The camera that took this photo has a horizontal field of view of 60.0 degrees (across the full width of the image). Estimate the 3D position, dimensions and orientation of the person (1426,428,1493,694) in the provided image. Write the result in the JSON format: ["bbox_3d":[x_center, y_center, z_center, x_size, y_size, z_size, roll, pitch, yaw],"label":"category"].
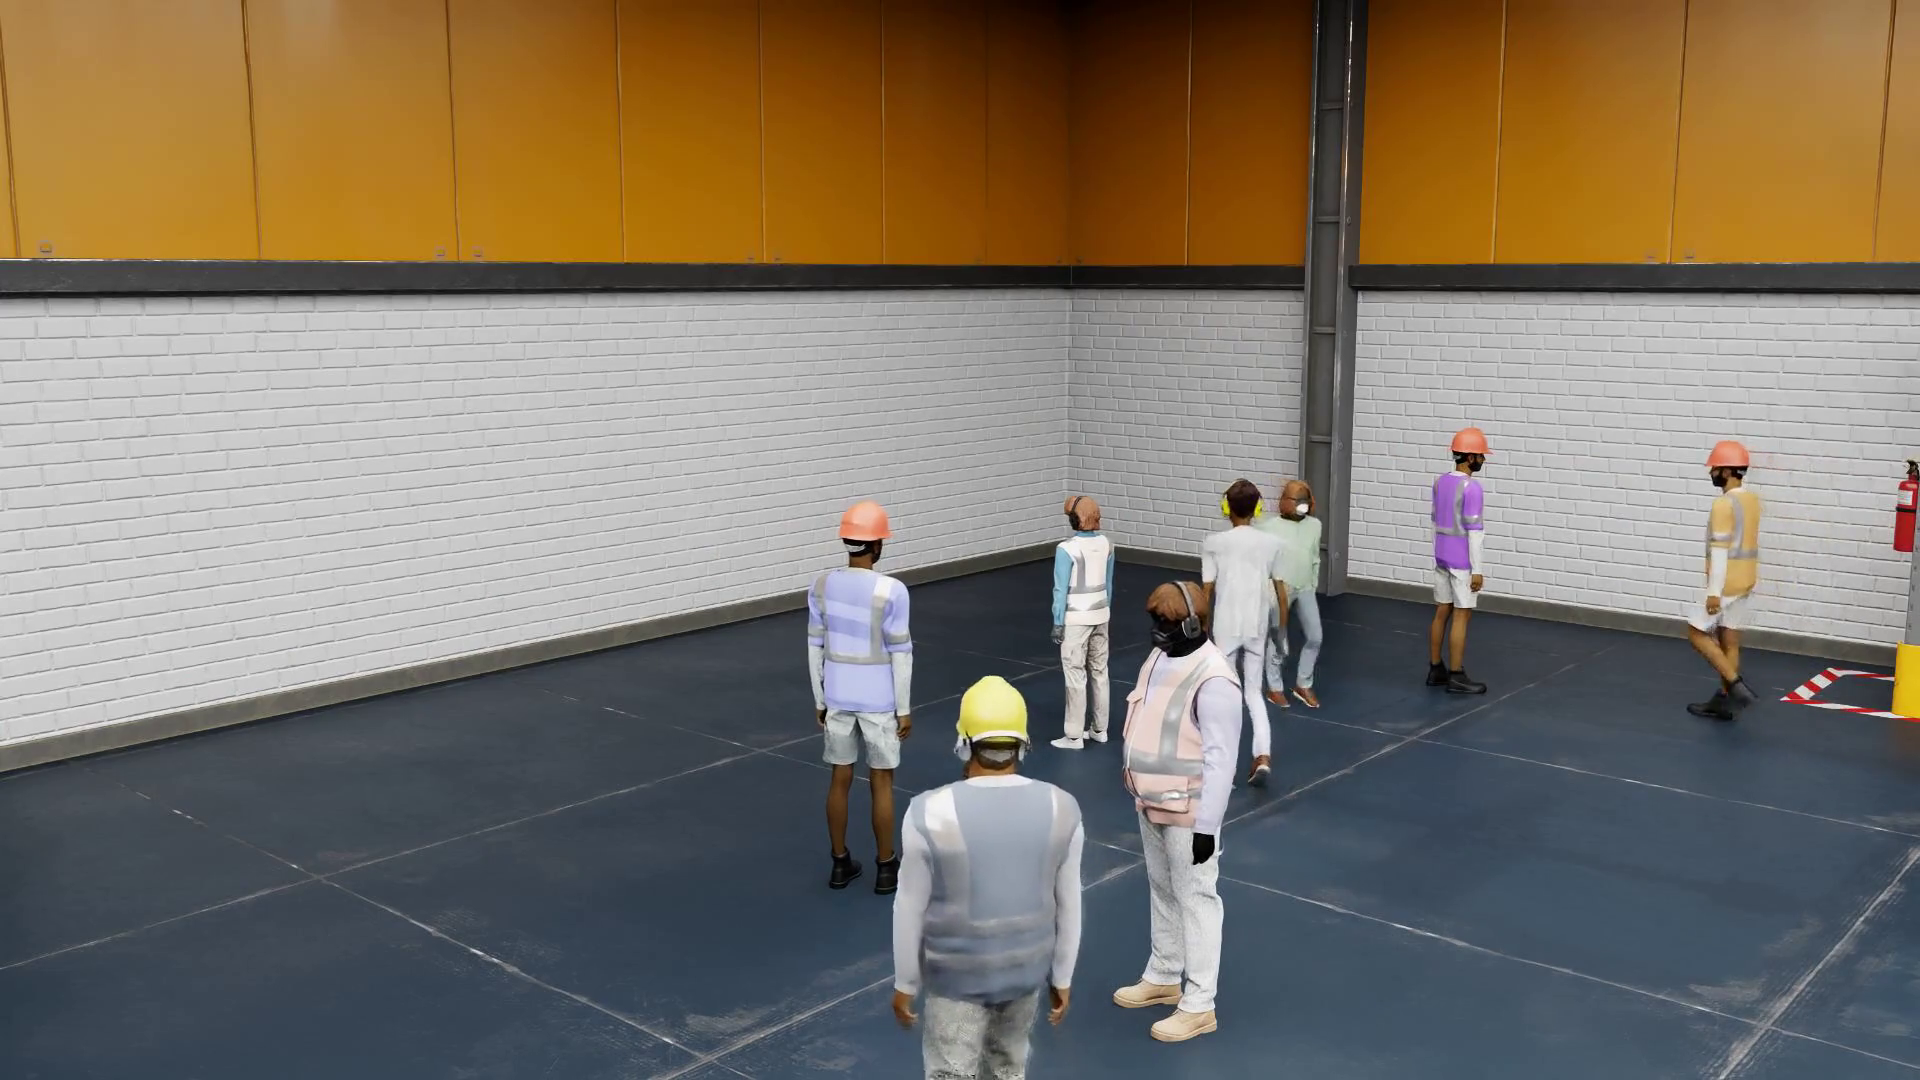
[{"bbox_3d":[3.657,0.147,12.116,0.375,1.935,0.551,-2,9,-15],"label":"person"}]

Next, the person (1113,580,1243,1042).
[{"bbox_3d":[0.865,1.065,6.662,0.429,1.841,0.621,-3,10,-19],"label":"person"}]

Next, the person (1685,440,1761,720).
[{"bbox_3d":[5.185,0.286,11.282,0.575,1.923,0.419,-8,12,-42],"label":"person"}]

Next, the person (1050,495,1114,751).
[{"bbox_3d":[0.793,0.531,10.664,0.515,1.635,0.313,-9,13,-44],"label":"person"}]

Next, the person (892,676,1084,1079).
[{"bbox_3d":[0.106,1.325,5.116,0.598,1.808,0.694,-3,10,-21],"label":"person"}]

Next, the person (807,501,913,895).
[{"bbox_3d":[-0.474,0.772,8.188,0.547,1.939,0.376,4,10,24],"label":"person"}]

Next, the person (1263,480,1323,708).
[{"bbox_3d":[2.330,0.388,11.606,0.500,1.618,0.500,-3,10,-19],"label":"person"}]

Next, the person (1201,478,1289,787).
[{"bbox_3d":[1.657,0.570,9.760,0.573,1.845,0.496,-1,9,-5],"label":"person"}]
